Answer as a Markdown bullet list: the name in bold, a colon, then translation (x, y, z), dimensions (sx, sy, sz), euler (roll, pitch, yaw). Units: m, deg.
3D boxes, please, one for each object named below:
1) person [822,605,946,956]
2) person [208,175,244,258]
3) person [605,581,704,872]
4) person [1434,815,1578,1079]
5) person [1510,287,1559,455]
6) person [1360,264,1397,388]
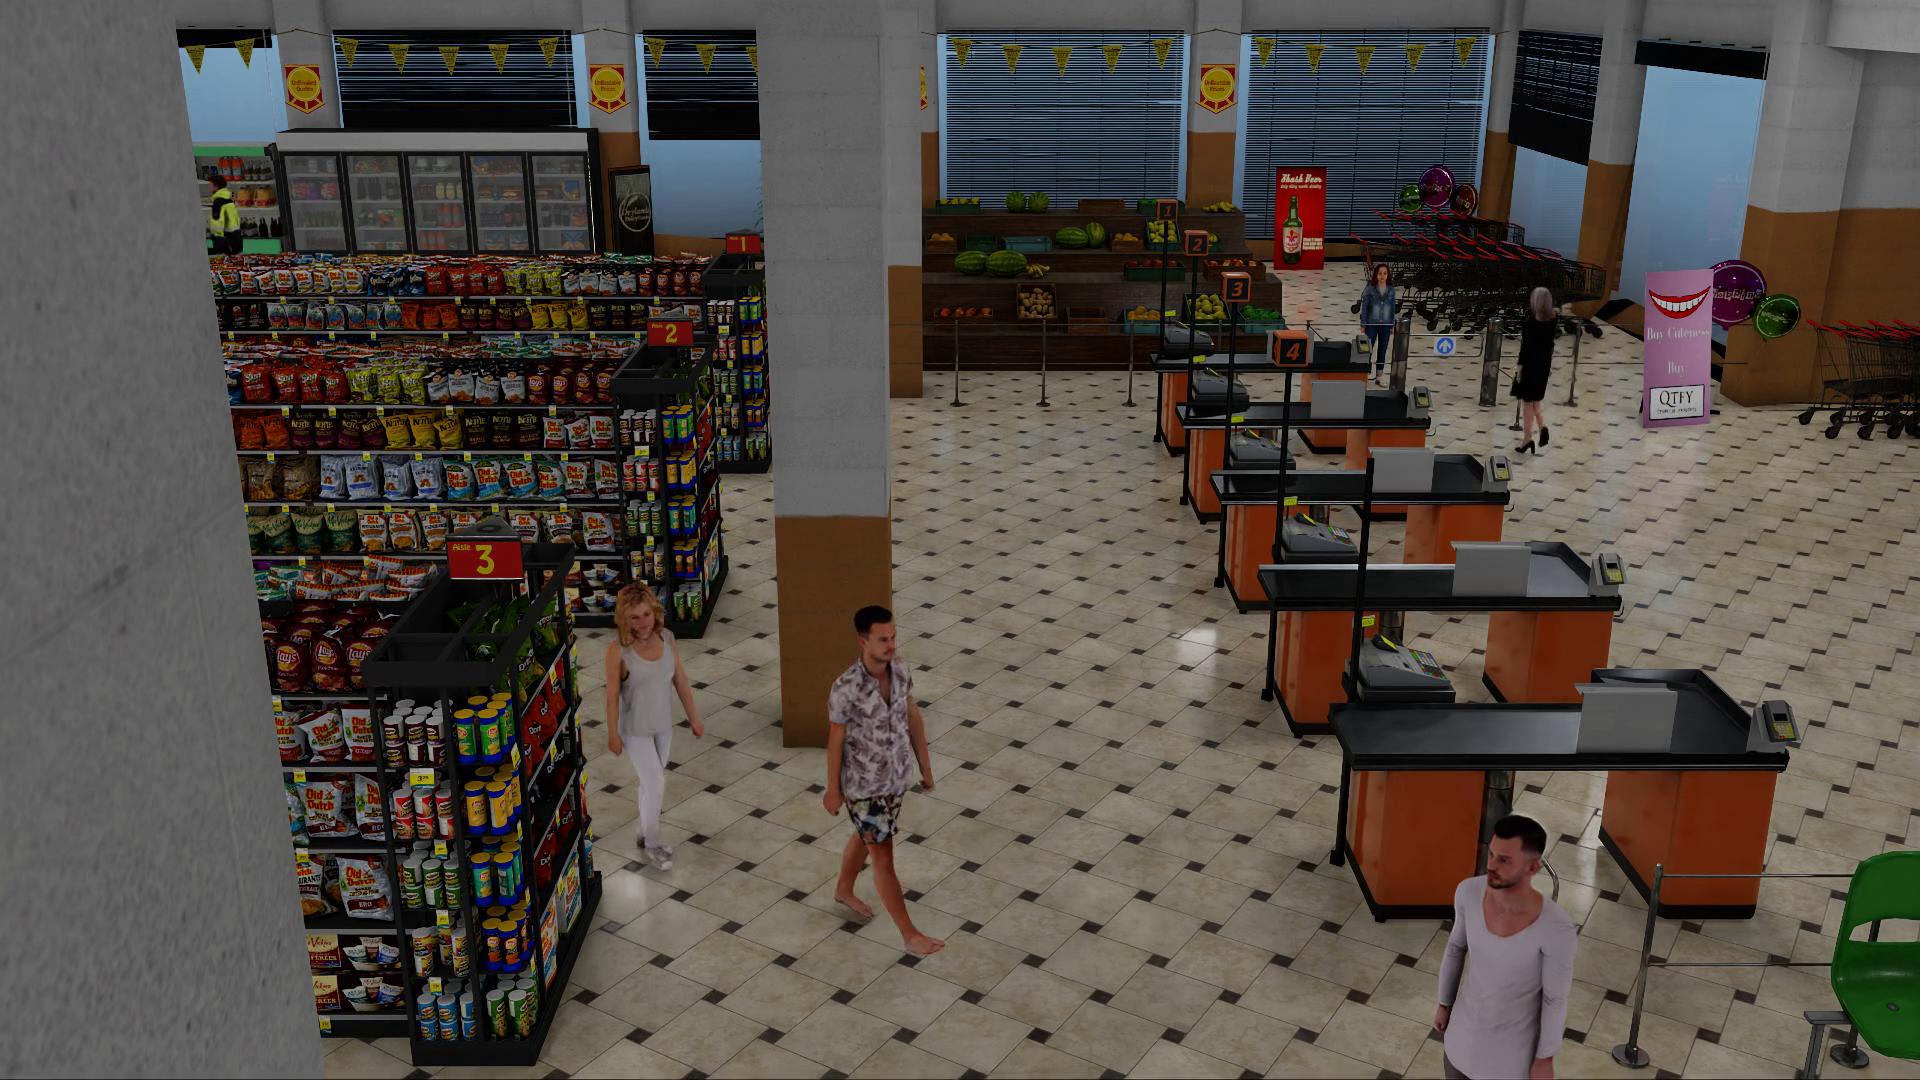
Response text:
- **person**: translation (-0.495, 1.168, 8.408), dimensions (1.207, 1.772, 1.121), euler (16, 24, 39)
- **person**: translation (-10.723, -4.371, 24.541), dimensions (1.079, 1.959, 0.866), euler (-3, 19, -8)
- **person**: translation (-1.773, 0.981, 9.149), dimensions (0.815, 1.652, 0.765), euler (14, 23, 35)
- **person**: translation (2.021, 1.855, 6.265), dimensions (0.764, 1.839, 0.743), euler (-14, 23, -35)
- **person**: translation (5.932, -1.662, 16.990), dimensions (0.825, 1.651, 0.862), euler (-11, 22, -30)
- **person**: translation (5.025, -2.580, 19.986), dimensions (0.436, 1.476, 0.637), euler (-1, 19, -2)
